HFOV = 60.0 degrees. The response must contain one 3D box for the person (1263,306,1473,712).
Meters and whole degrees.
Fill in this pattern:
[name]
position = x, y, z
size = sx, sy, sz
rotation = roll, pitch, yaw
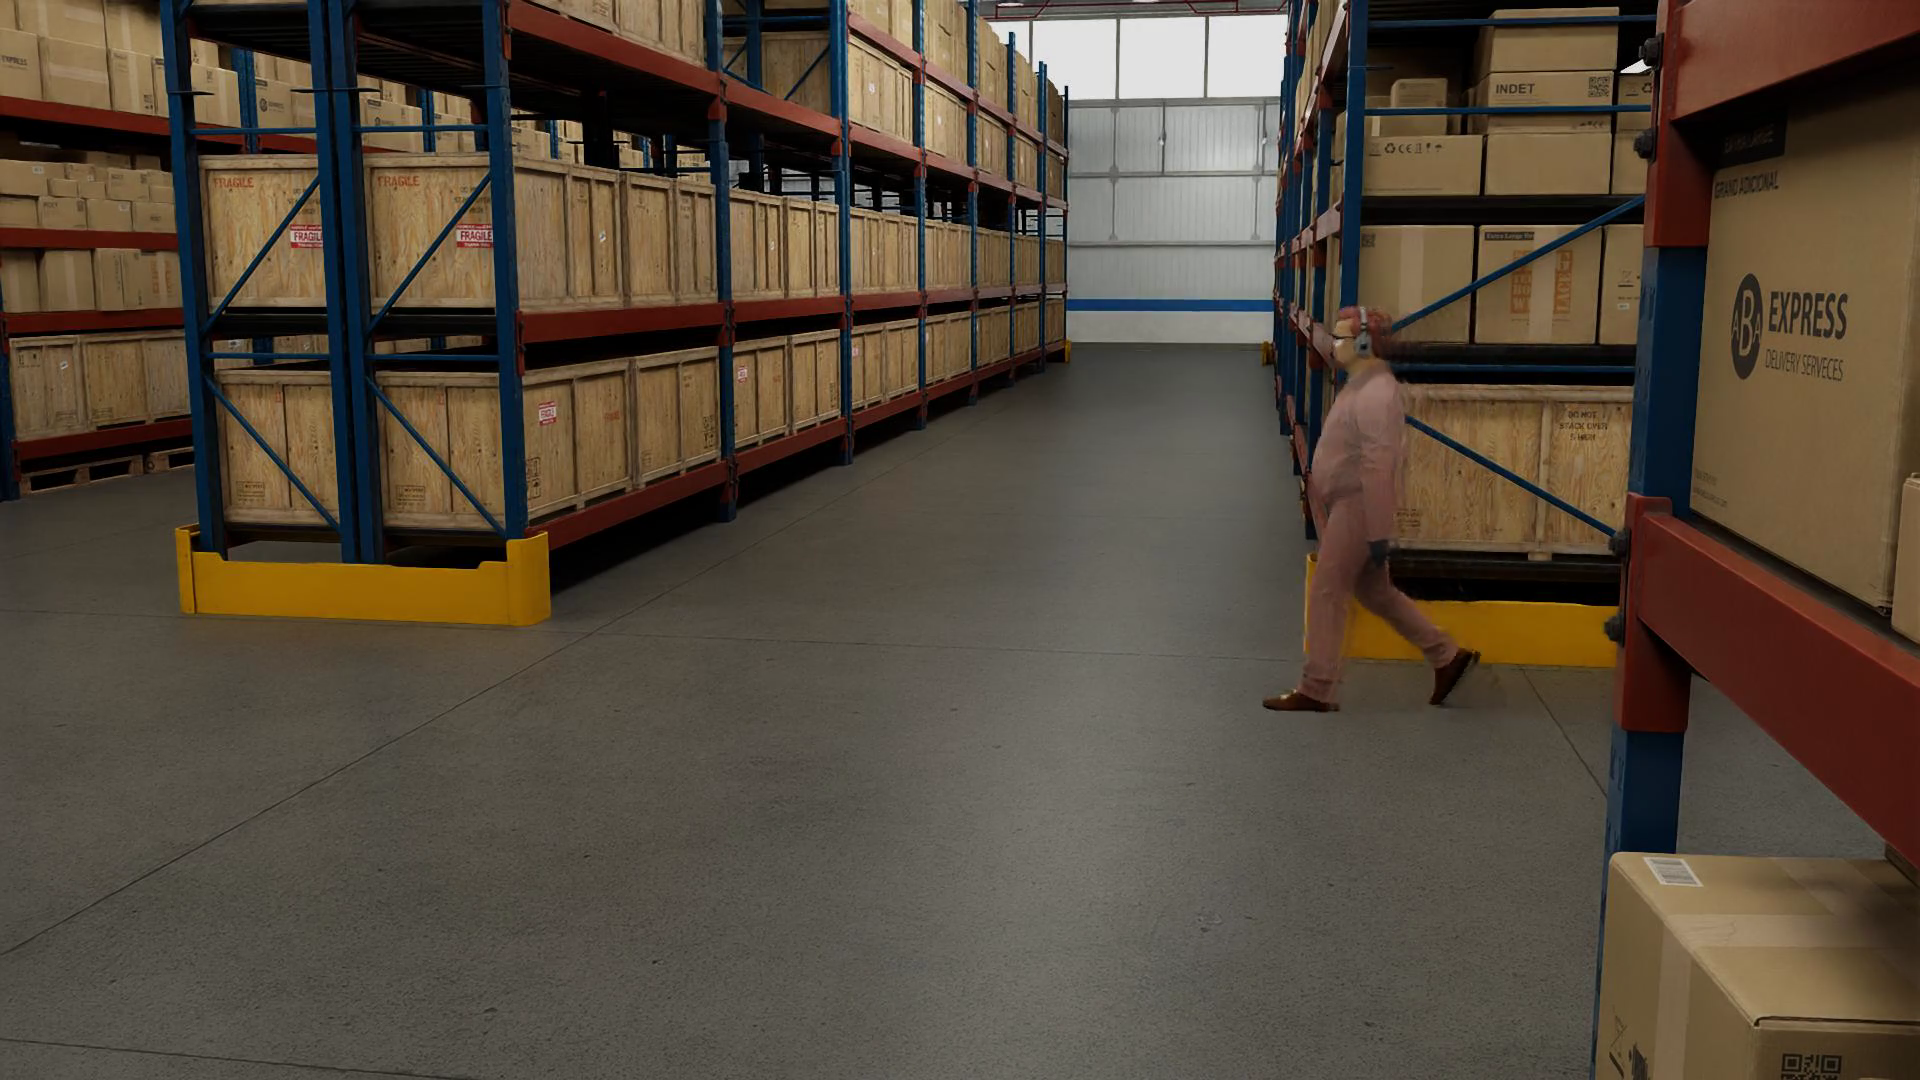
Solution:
[person]
position = 1.888, -0.125, 7.573
size = 0.870, 1.880, 0.638
rotation = 2, 9, 13
